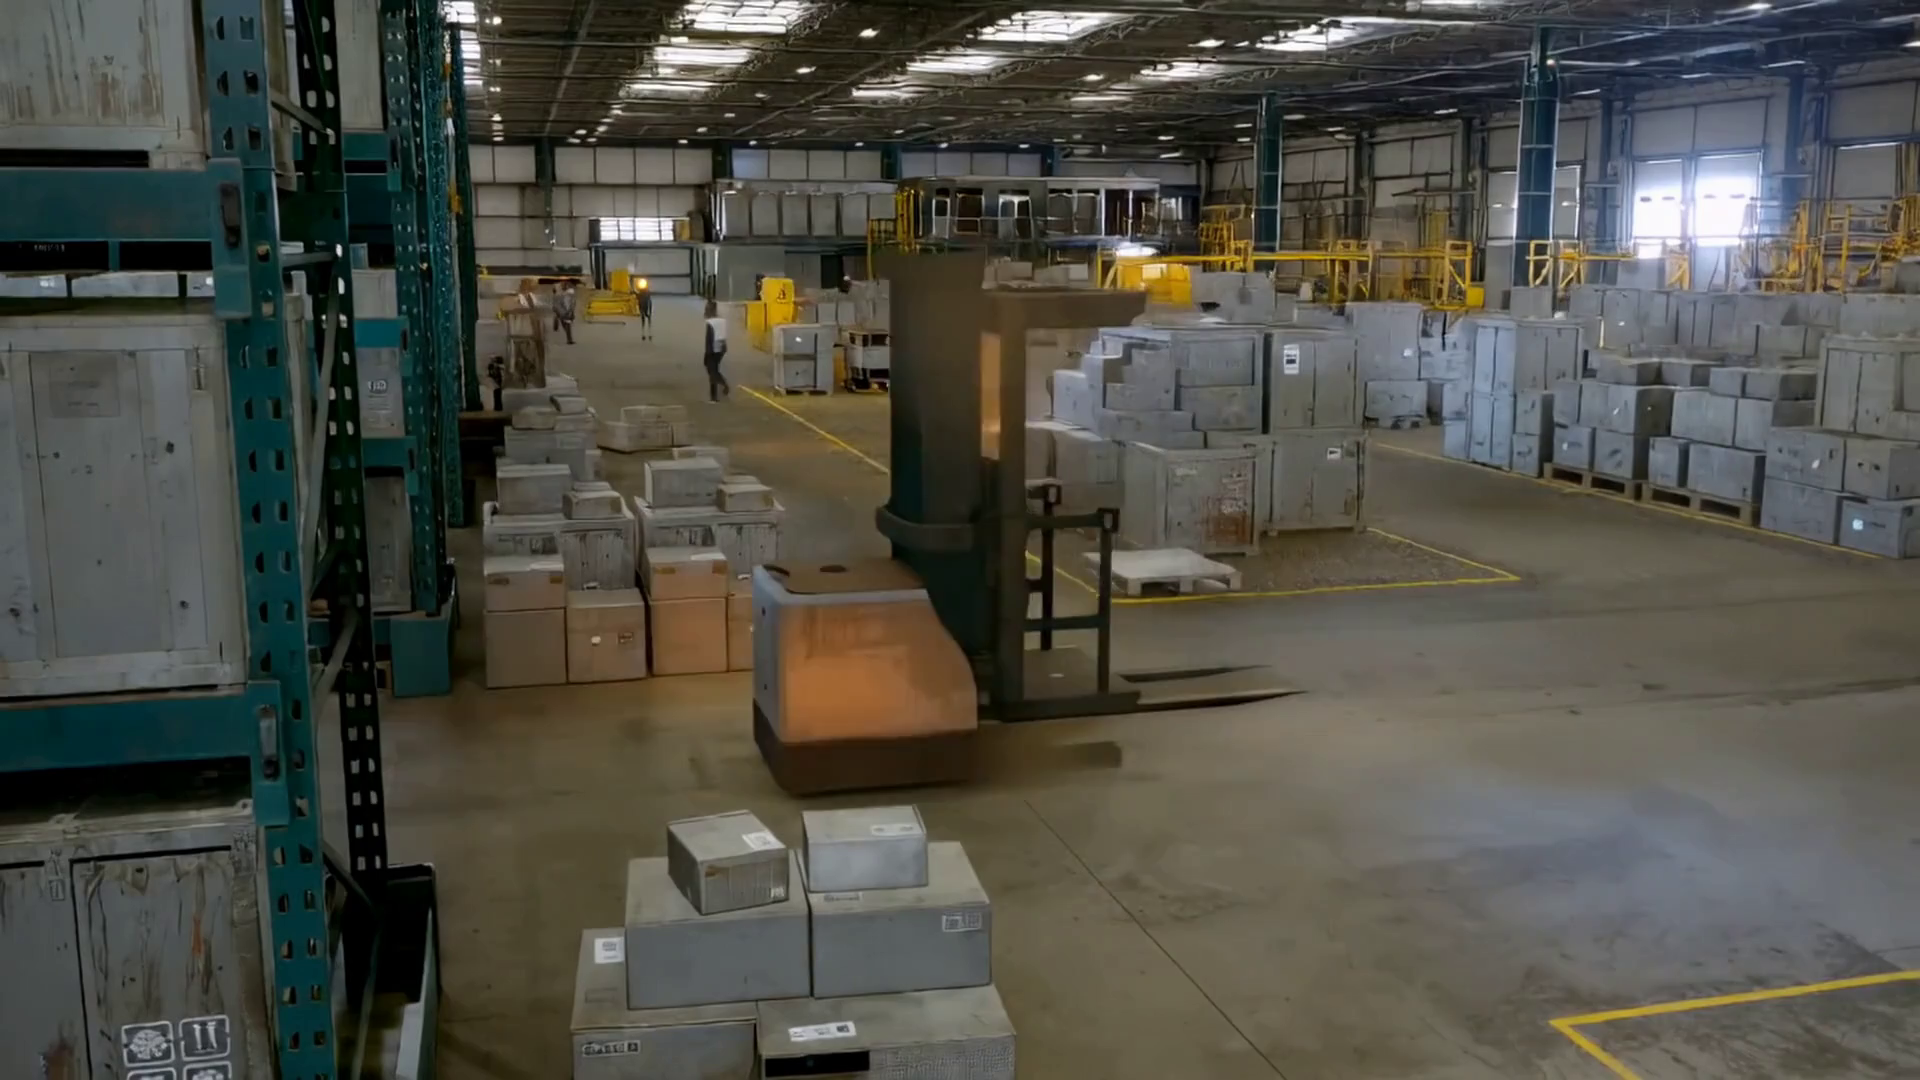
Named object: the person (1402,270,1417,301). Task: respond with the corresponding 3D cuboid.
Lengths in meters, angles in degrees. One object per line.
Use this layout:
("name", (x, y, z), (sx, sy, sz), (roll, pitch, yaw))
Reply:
("person", (20.227, -11.222, 74.790), (0.643, 1.806, 0.935), (4, 11, 24))

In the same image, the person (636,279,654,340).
("person", (-9.673, -7.060, 51.015), (0.537, 1.869, 0.312), (-3, 10, -14))

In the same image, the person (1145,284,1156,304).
("person", (5.296, -6.120, 45.829), (0.309, 1.837, 0.702), (-4, 11, -24))

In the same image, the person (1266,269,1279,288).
("person", (12.560, -9.924, 67.003), (0.604, 1.949, 0.398), (-5, 11, -27))

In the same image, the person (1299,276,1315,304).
("person", (11.854, -8.031, 56.502), (1.108, 1.867, 0.653), (6, 12, 33))

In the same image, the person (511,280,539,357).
("person", (-11.279, -5.794, 43.360), (0.921, 2.000, 0.681), (7, 12, 35))

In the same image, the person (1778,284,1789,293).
("person", (21.782, -5.845, 44.129), (0.565, 1.860, 1.024), (-6, 12, -31))

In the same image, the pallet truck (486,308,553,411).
("pallet truck", (-6.242, -2.418, 24.362), (0.823, 1.965, 1.885), (1, 10, 3))

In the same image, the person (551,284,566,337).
("person", (-12.755, -7.316, 52.979), (0.536, 1.693, 0.320), (1, 10, 5))

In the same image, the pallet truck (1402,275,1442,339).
("pallet truck", (14.620, -7.324, 52.145), (0.823, 1.965, 1.885), (8, 13, 40))

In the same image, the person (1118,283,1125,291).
("person", (4.586, -6.484, 47.894), (0.519, 1.815, 0.793), (-8, 13, -37))

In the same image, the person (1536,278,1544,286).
("person", (17.436, -6.908, 50.016), (0.585, 1.918, 0.378), (-5, 11, -25))

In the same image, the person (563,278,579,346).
("person", (-11.316, -6.630, 48.302), (0.367, 1.966, 0.605), (0, 10, 1))

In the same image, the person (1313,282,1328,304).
("person", (11.982, -7.730, 55.327), (0.534, 1.692, 0.321), (6, 12, 32))

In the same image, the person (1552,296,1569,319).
("person", (12.423, -4.098, 34.305), (0.874, 1.858, 0.579), (-2, 10, -11))

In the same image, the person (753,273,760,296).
("person", (-7.055, -8.366, 58.241), (0.416, 1.926, 0.561), (-5, 11, -27))

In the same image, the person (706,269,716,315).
("person", (-10.124, -9.999, 67.498), (0.391, 1.937, 0.559), (2, 10, 13))

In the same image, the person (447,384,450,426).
("person", (-6.343, -1.584, 20.085), (0.429, 1.844, 0.623), (7, 12, 36))

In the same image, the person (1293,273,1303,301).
("person", (13.279, -9.586, 65.405), (0.430, 1.841, 0.624), (1, 10, 8))

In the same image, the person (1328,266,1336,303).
("person", (18.565, -12.763, 83.006), (0.625, 1.972, 0.827), (-6, 12, -29))

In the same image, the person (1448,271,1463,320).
("person", (19.425, -9.598, 65.274), (0.592, 1.910, 0.611), (1, 10, 8))

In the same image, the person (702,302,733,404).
("person", (-4.433, -3.378, 30.150), (0.556, 1.880, 0.650), (2, 10, 13))

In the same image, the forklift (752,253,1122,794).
("forklift", (-0.167, -0.163, 9.098), (1.873, 2.768, 1.129), (-3, 10, -15))

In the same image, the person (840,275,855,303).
("person", (-3.964, -8.445, 58.887), (0.608, 1.855, 1.032), (8, 13, 38))

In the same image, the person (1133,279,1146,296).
("person", (6.348, -8.374, 58.855), (0.503, 1.726, 0.404), (5, 11, 26))
